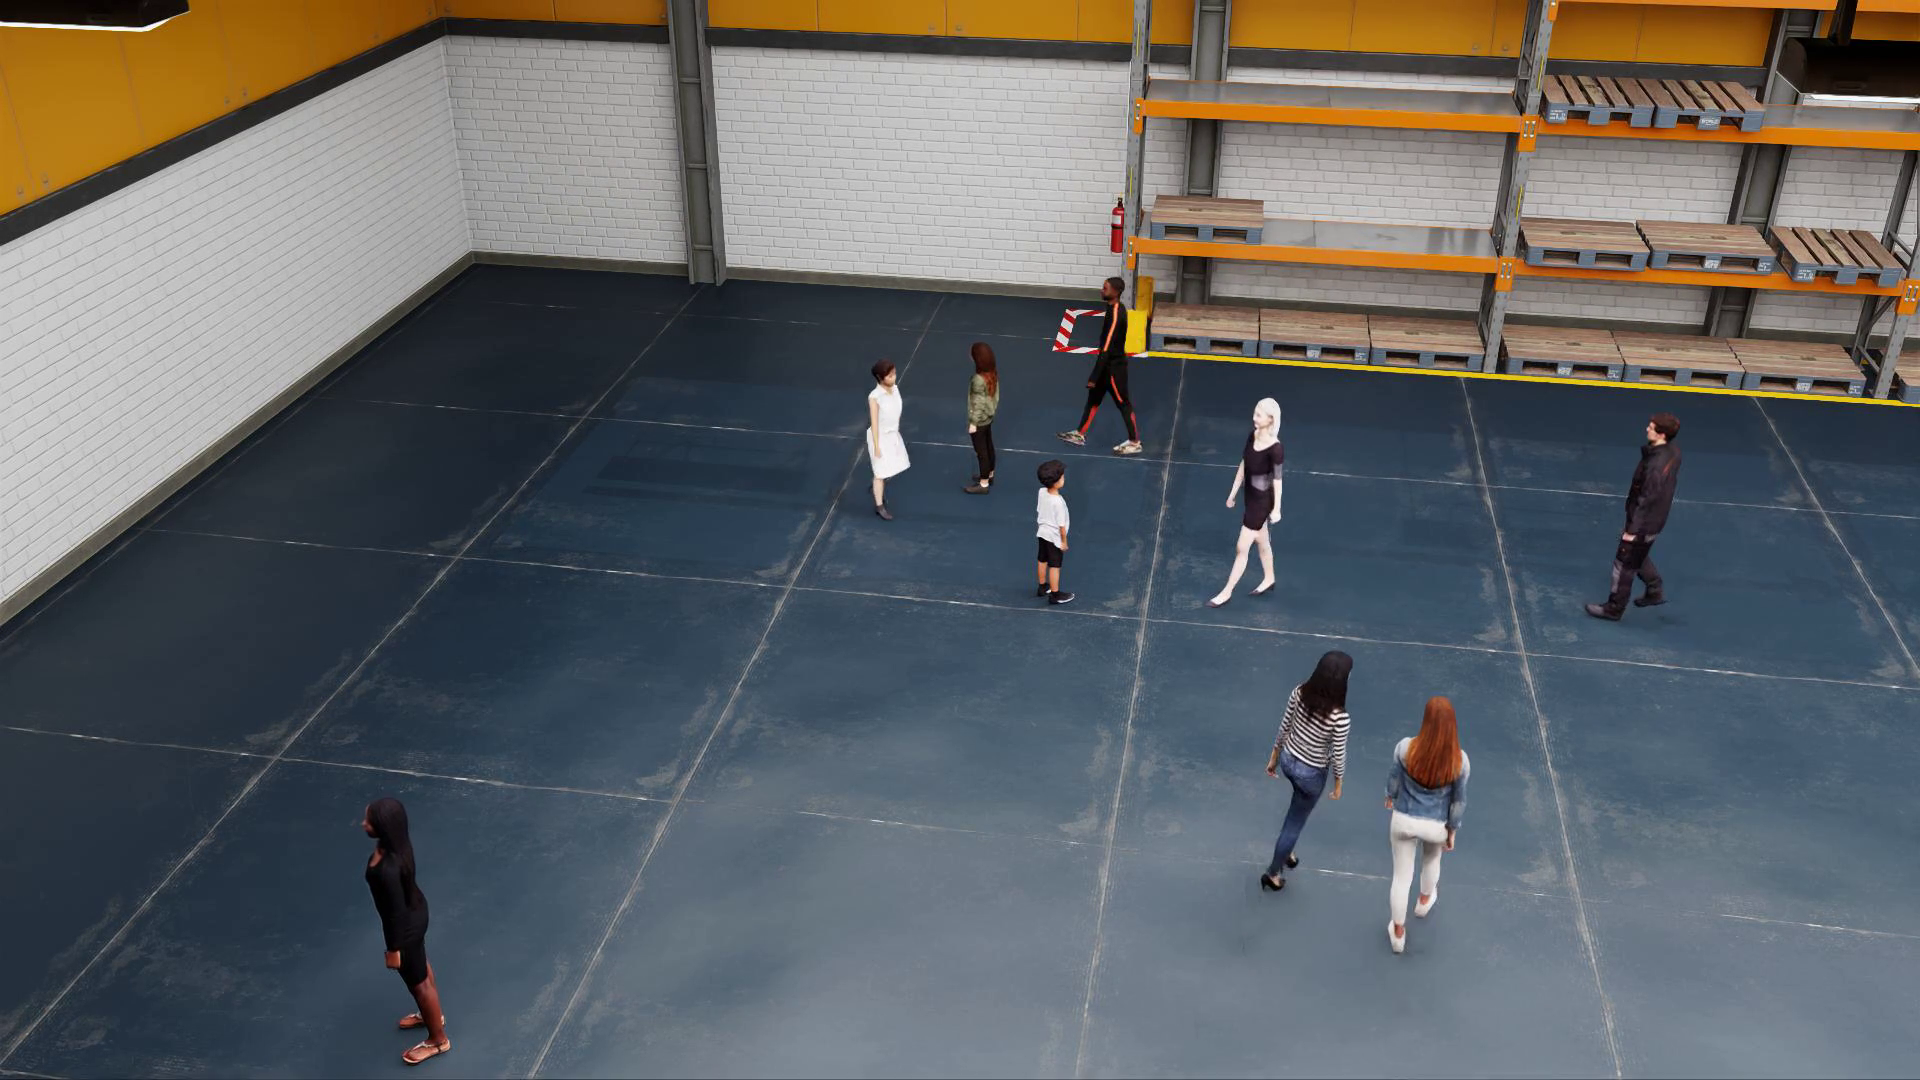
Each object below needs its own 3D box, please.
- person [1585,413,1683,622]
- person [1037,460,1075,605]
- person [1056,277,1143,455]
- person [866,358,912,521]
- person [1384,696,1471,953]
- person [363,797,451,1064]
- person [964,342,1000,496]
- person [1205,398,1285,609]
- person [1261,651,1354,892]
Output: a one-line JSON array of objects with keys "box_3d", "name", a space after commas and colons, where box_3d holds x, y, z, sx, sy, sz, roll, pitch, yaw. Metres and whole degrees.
[{"box_3d": [5.499, -0.166, 13.209, 0.961, 1.830, 0.909, 17, 33, 28], "name": "person"}, {"box_3d": [0.751, -0.074, 13.634, 0.640, 1.262, 0.582, -17, 33, -29], "name": "person"}, {"box_3d": [1.565, -1.644, 15.981, 1.113, 1.770, 0.759, -1, 29, -1], "name": "person"}, {"box_3d": [-0.734, -0.918, 14.885, 0.758, 1.545, 0.697, 16, 33, 27], "name": "person"}, {"box_3d": [2.725, 1.745, 9.869, 0.802, 1.674, 0.731, 7, 29, 13], "name": "person"}, {"box_3d": [-3.050, 2.119, 9.134, 0.678, 1.721, 0.687, -9, 30, -15], "name": "person"}, {"box_3d": [0.210, -1.137, 15.360, 0.547, 1.476, 0.606, 9, 30, 16], "name": "person"}, {"box_3d": [2.502, -0.310, 13.500, 1.069, 1.804, 0.914, -11, 31, -20], "name": "person"}, {"box_3d": [2.061, 1.500, 10.225, 0.846, 1.764, 0.784, -23, 36, -36], "name": "person"}]
